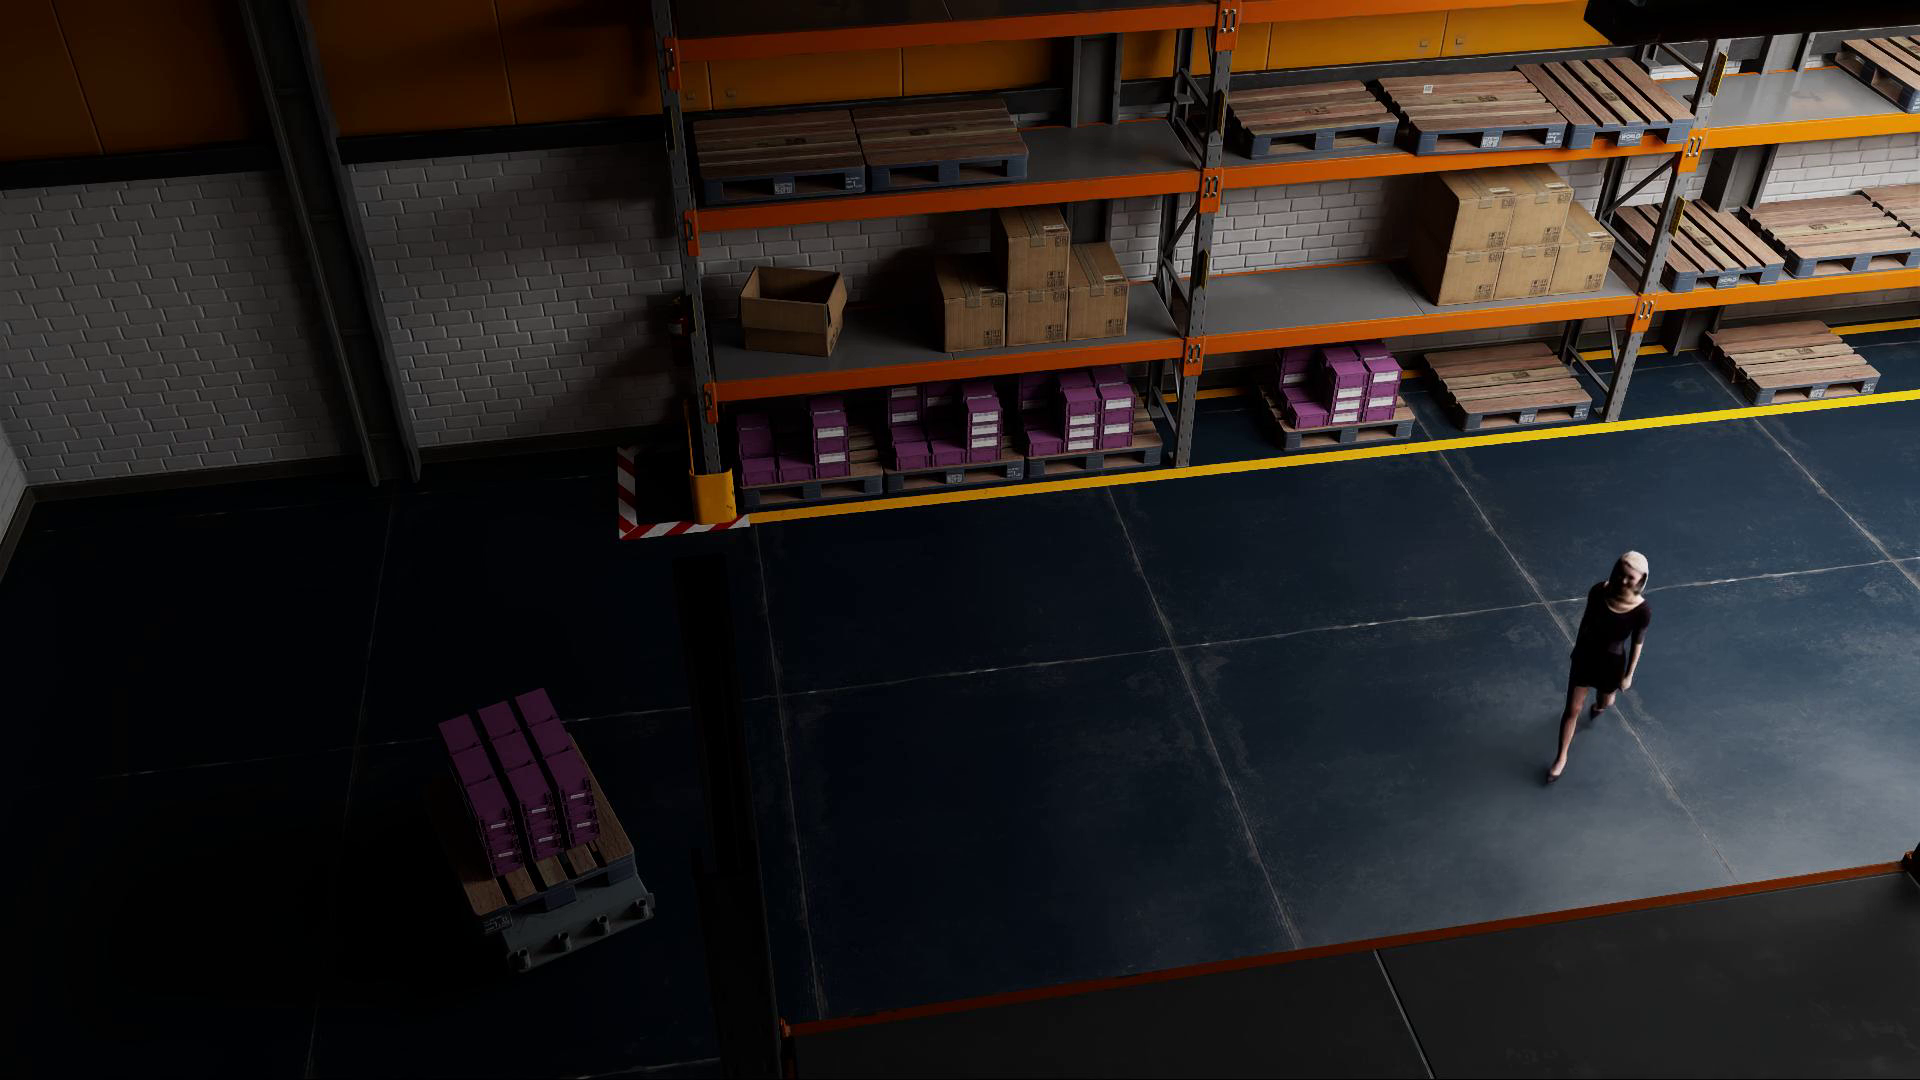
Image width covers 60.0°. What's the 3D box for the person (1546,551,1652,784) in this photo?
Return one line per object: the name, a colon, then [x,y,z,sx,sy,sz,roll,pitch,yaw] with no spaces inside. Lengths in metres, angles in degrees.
person: [4.352,0.788,11.202,1.063,1.800,1.158,25,45,28]
